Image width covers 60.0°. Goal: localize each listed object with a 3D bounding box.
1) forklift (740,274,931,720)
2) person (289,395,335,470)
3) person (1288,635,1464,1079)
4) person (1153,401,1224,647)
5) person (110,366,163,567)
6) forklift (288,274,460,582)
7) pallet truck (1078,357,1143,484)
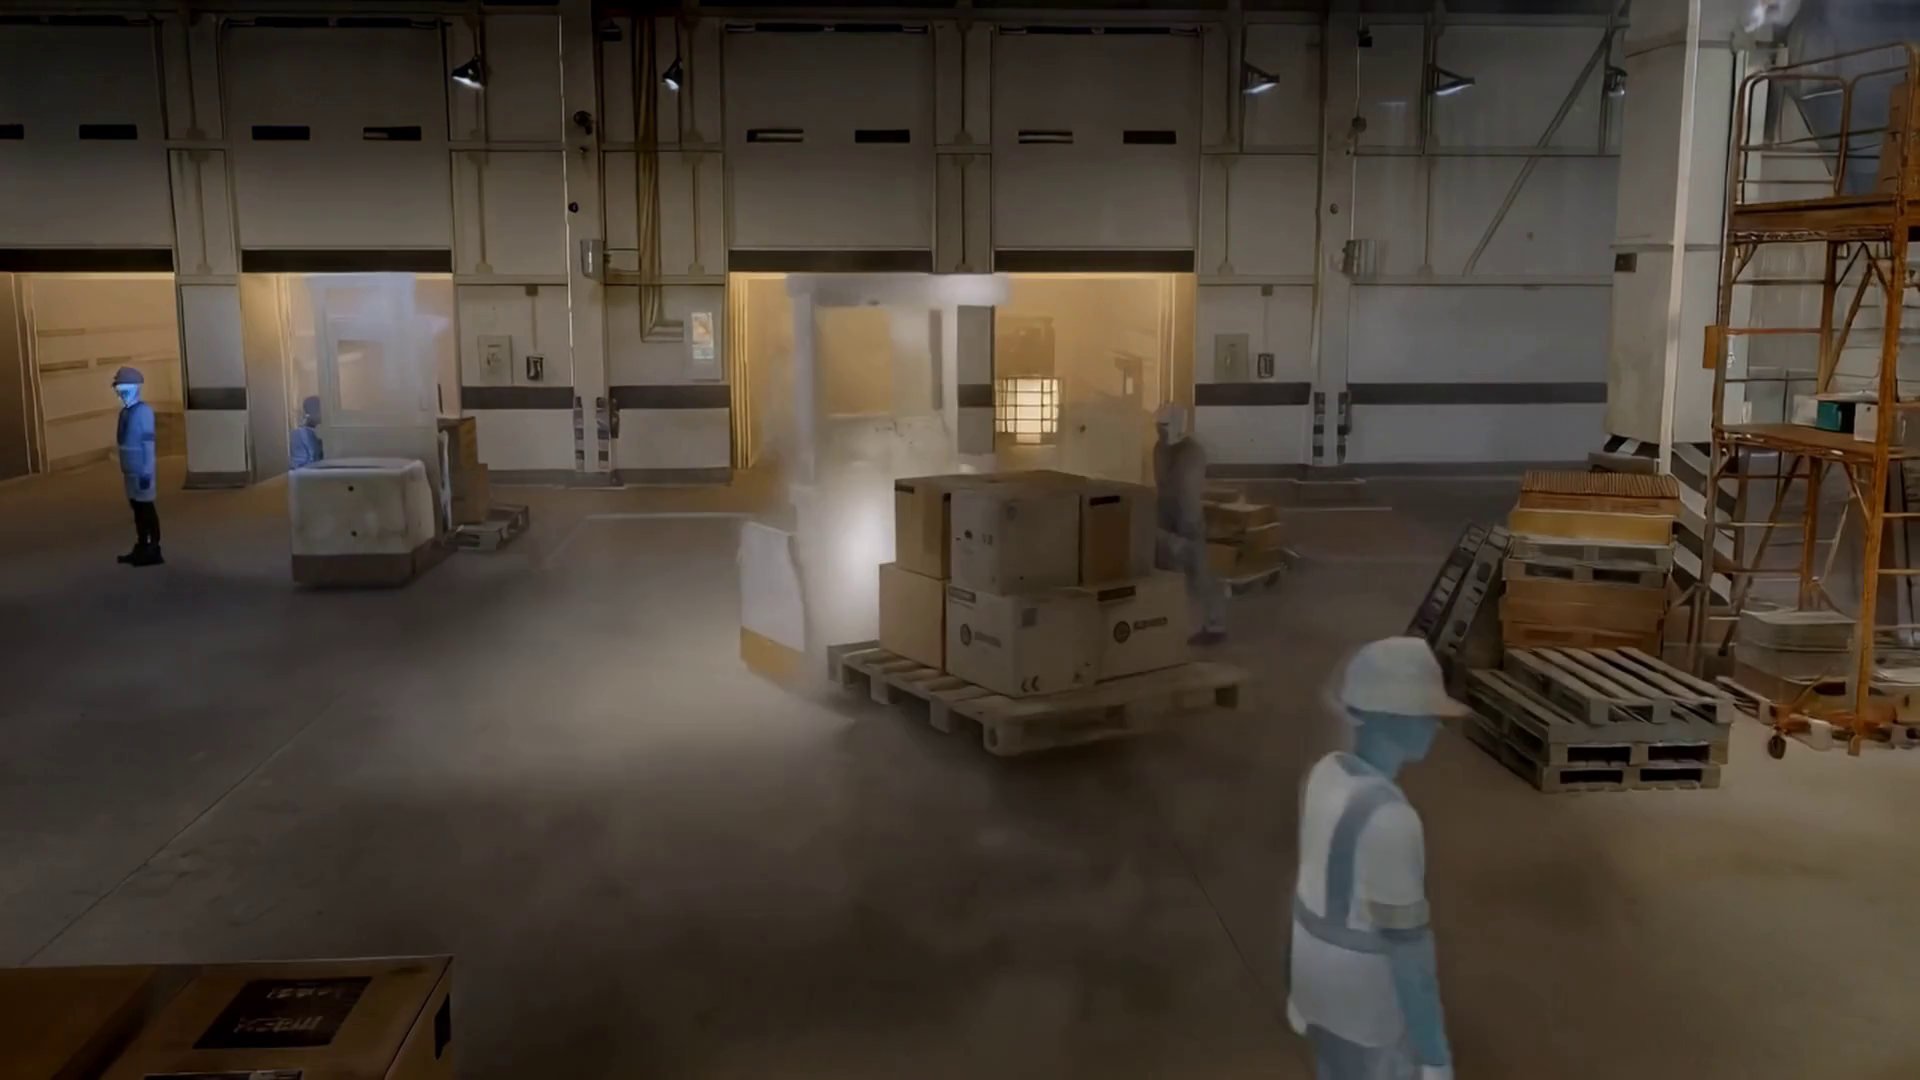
[{"bbox_3d":[-0.673,-0.399,11.251,1.129,2.768,1.873,-6,11,-32],"label":"forklift"},{"bbox_3d":[-6.081,-0.533,15.796,0.317,1.696,0.540,9,13,44],"label":"person"},{"bbox_3d":[1.160,1.189,4.315,0.814,1.905,0.556,0,9,-2],"label":"person"},{"bbox_3d":[1.566,-0.100,12.493,1.051,1.876,0.653,-4,10,-24],"label":"person"},{"bbox_3d":[-8.009,-0.712,16.154,0.545,1.943,0.347,8,12,41],"label":"person"},{"bbox_3d":[-5.554,-1.101,15.662,1.129,2.768,1.873,-1,9,-4],"label":"forklift"},{"bbox_3d":[2.088,-0.836,16.757,1.885,1.965,0.823,2,9,13],"label":"pallet truck"}]
